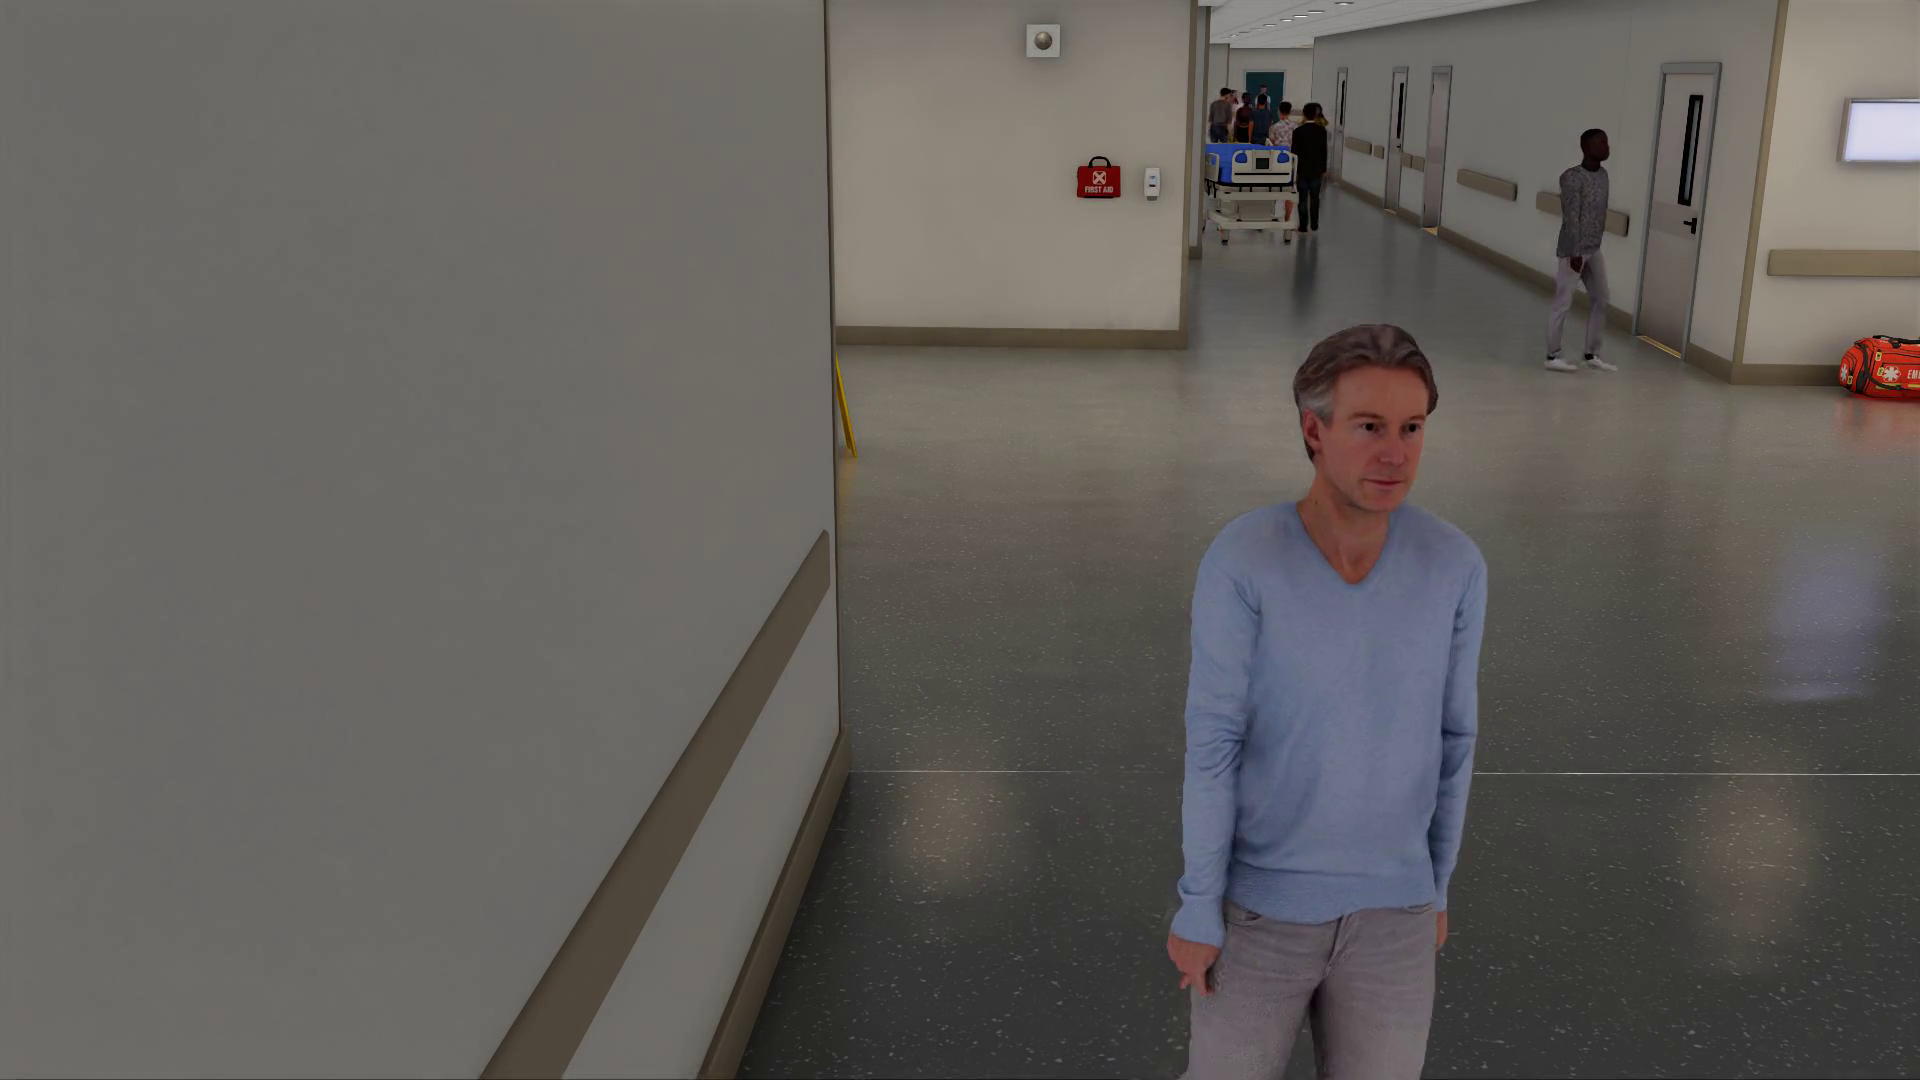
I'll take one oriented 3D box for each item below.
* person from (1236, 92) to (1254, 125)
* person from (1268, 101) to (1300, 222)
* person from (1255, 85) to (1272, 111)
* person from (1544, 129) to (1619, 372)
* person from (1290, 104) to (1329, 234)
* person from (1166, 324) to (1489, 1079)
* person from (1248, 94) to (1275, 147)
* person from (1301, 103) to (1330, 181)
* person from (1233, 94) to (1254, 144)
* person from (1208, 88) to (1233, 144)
[{"bbox_3d":[7.311,-10.708,43.087,0.768,1.709,0.836,14,21,41],"label":"person"},{"bbox_3d":[4.848,-5.575,24.711,0.666,1.801,0.808,-2,16,-6],"label":"person"},{"bbox_3d":[9.150,-12.831,50.387,0.856,1.832,0.665,1,16,4],"label":"person"},{"bbox_3d":[4.650,-2.197,12.689,0.941,1.823,1.001,-11,19,-34],"label":"person"},{"bbox_3d":[4.959,-5.243,23.544,0.754,1.795,0.806,0,16,-1],"label":"person"},{"bbox_3d":[0.551,0.574,2.760,1.038,1.876,0.855,-2,16,-7],"label":"person"},{"bbox_3d":[6.004,-7.978,33.216,0.506,1.810,0.722,0,16,-1],"label":"person"},{"bbox_3d":[6.926,-7.727,32.631,0.979,1.644,0.876,0,16,1],"label":"person"},{"bbox_3d":[6.291,-8.926,36.758,1.195,1.712,0.887,6,17,20],"label":"person"},{"bbox_3d":[5.823,-9.198,37.421,0.765,1.877,0.874,4,16,14],"label":"person"}]
